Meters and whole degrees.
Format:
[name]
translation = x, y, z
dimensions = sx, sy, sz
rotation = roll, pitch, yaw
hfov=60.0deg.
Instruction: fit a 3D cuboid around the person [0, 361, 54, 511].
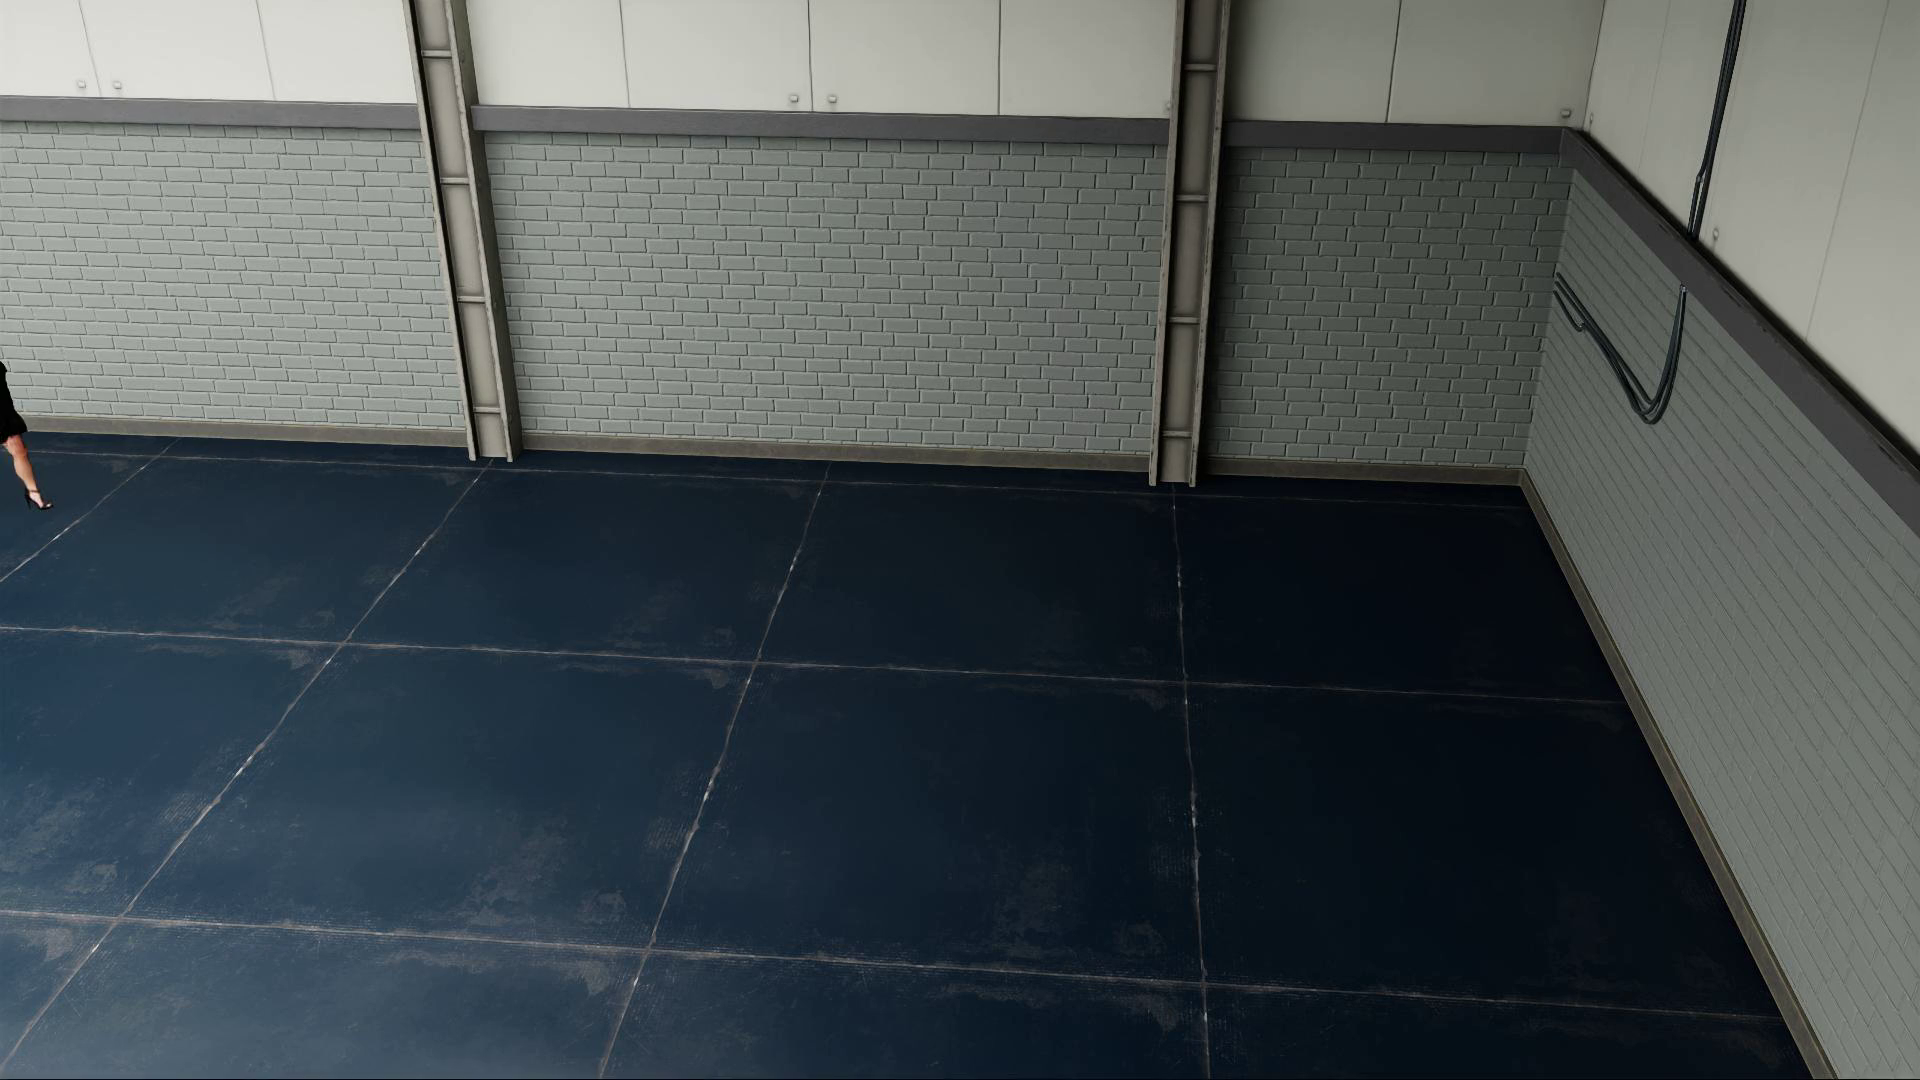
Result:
[person]
translation = -7.918, -0.964, 13.393
dimensions = 1.052, 1.682, 0.700
rotation = 1, 27, 2
